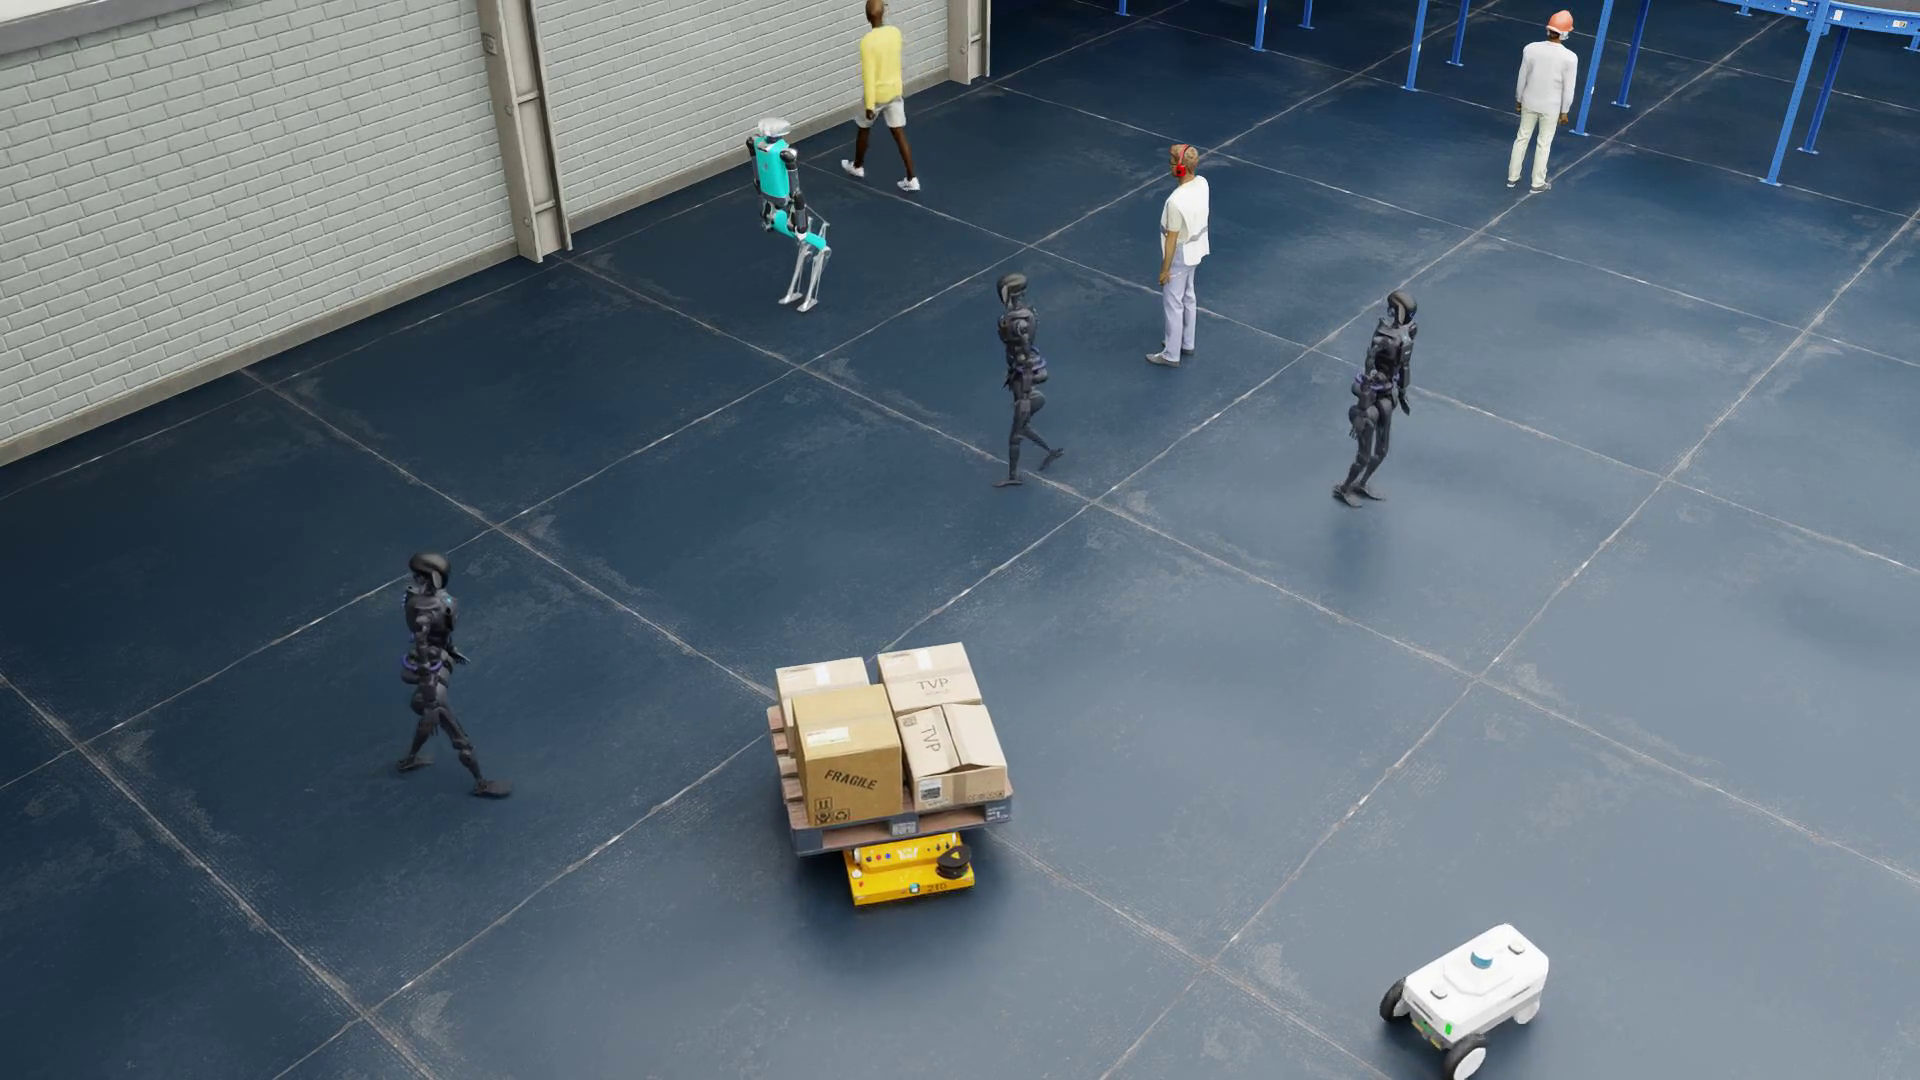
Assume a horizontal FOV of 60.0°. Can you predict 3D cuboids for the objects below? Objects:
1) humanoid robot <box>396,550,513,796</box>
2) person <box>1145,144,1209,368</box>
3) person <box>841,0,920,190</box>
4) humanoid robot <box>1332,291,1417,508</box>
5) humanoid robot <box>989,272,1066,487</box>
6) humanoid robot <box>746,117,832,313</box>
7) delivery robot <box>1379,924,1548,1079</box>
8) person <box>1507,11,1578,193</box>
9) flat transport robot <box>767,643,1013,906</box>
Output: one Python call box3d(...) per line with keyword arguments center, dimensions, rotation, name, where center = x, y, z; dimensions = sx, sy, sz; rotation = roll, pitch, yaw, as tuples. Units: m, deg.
box3d(center=(-2.943, 0.743, 9.182), dimensions=(0.687, 1.658, 0.611), rotation=(-2, 36, -3), name="humanoid robot")
box3d(center=(1.763, -2.241, 13.188), dimensions=(0.392, 1.837, 0.558), rotation=(17, 39, 23), name="person")
box3d(center=(-0.762, -4.327, 16.100), dimensions=(0.542, 1.848, 1.004), rotation=(-26, 43, -31), name="person")
box3d(center=(2.903, -0.977, 11.553), dimensions=(0.588, 1.655, 0.343), rotation=(-30, 45, -35), name="humanoid robot")
box3d(center=(0.492, -1.121, 11.770), dimensions=(0.596, 1.639, 0.597), rotation=(-3, 36, -4), name="humanoid robot")
box3d(center=(-1.361, -2.764, 13.936), dimensions=(0.531, 1.713, 0.724), rotation=(27, 43, 32), name="humanoid robot")
box3d(center=(2.471, 2.201, 8.060), dimensions=(0.807, 0.606, 0.499), rotation=(-20, 40, -25), name="delivery robot")
box3d(center=(5.630, -4.222, 16.035), dimensions=(0.571, 1.750, 0.329), rotation=(28, 44, 33), name="person")
box3d(center=(-0.400, 1.431, 9.378), dimensions=(0.659, 0.231, 1.431), rotation=(-8, 36, -10), name="flat transport robot")
